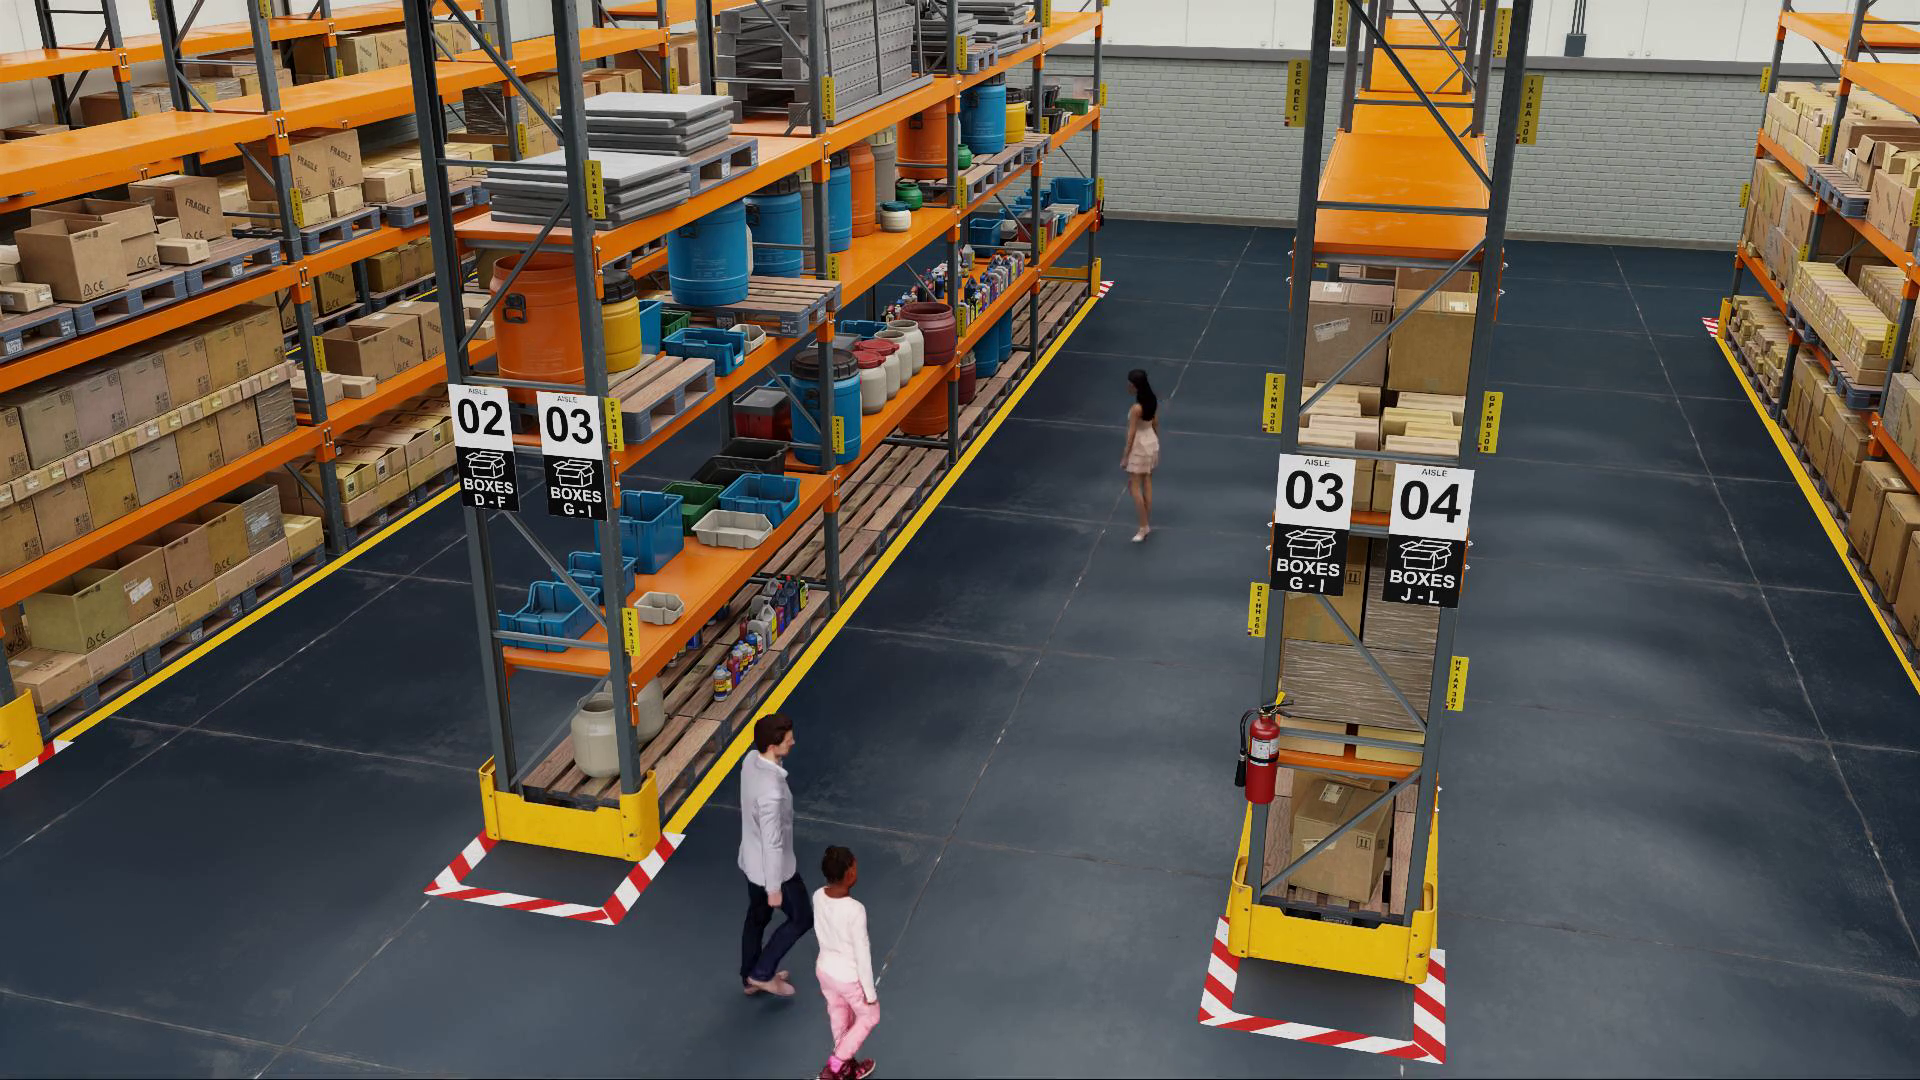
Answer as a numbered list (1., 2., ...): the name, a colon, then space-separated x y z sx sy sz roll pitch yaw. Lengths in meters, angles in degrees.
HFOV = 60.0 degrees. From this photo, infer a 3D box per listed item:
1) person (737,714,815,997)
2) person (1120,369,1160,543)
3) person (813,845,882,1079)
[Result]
1. person: -1.141 1.816 9.277 0.938 1.829 0.828 -10 24 -23
2. person: 1.788 -0.842 15.925 0.622 1.716 0.776 -17 28 -35
3. person: -0.654 2.275 8.668 0.813 1.441 0.749 -19 29 -39
